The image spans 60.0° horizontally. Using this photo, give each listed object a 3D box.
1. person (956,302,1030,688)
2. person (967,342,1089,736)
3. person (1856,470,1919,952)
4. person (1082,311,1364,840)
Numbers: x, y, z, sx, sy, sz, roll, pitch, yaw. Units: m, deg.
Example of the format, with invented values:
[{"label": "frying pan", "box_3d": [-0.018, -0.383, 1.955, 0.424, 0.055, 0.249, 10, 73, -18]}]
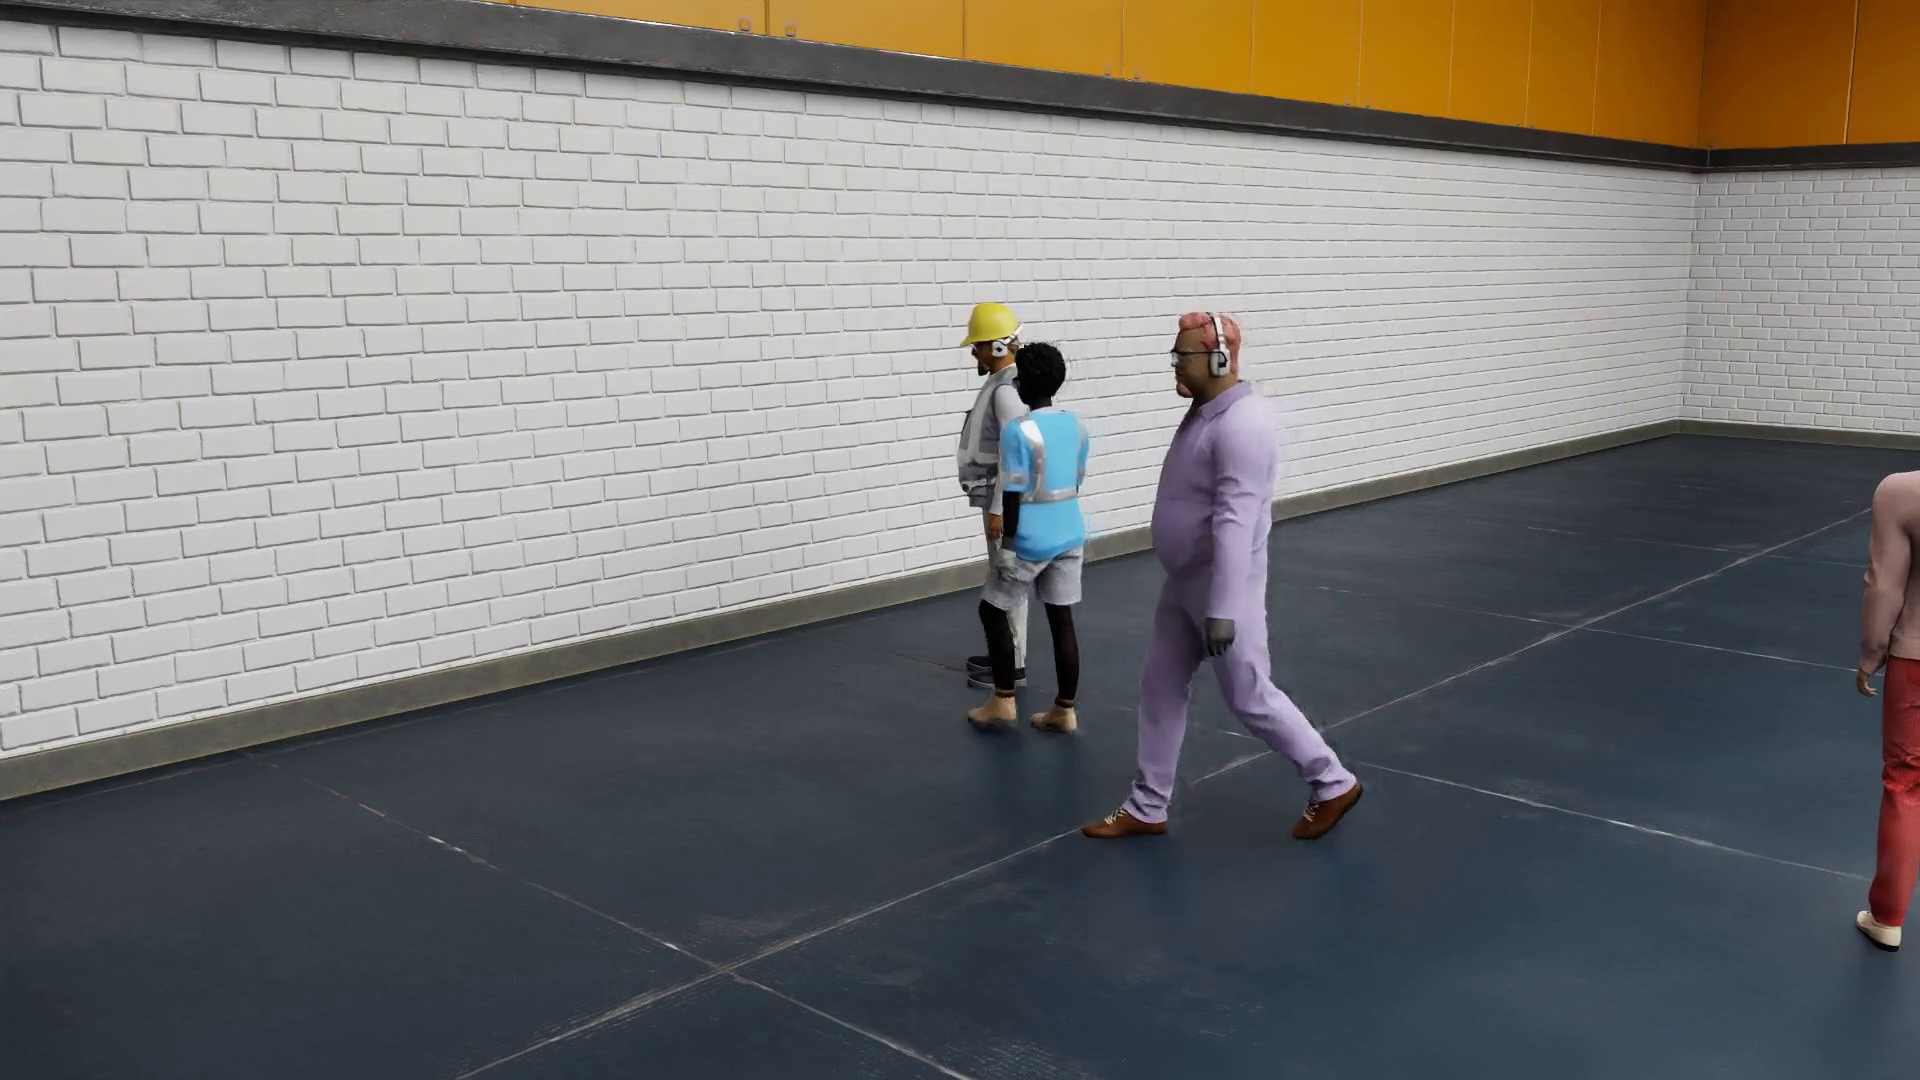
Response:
[{"label": "person", "box_3d": [0.184, -0.212, 7.908, 0.403, 1.824, 0.586, 0, 10, 3]}, {"label": "person", "box_3d": [0.263, 0.002, 7.092, 0.576, 1.679, 0.562, 9, 13, 41]}, {"label": "person", "box_3d": [2.911, 0.353, 4.855, 0.533, 1.768, 0.310, 4, 11, 23]}, {"label": "person", "box_3d": [0.942, 0.146, 5.743, 0.939, 1.872, 0.643, -2, 10, -9]}]
